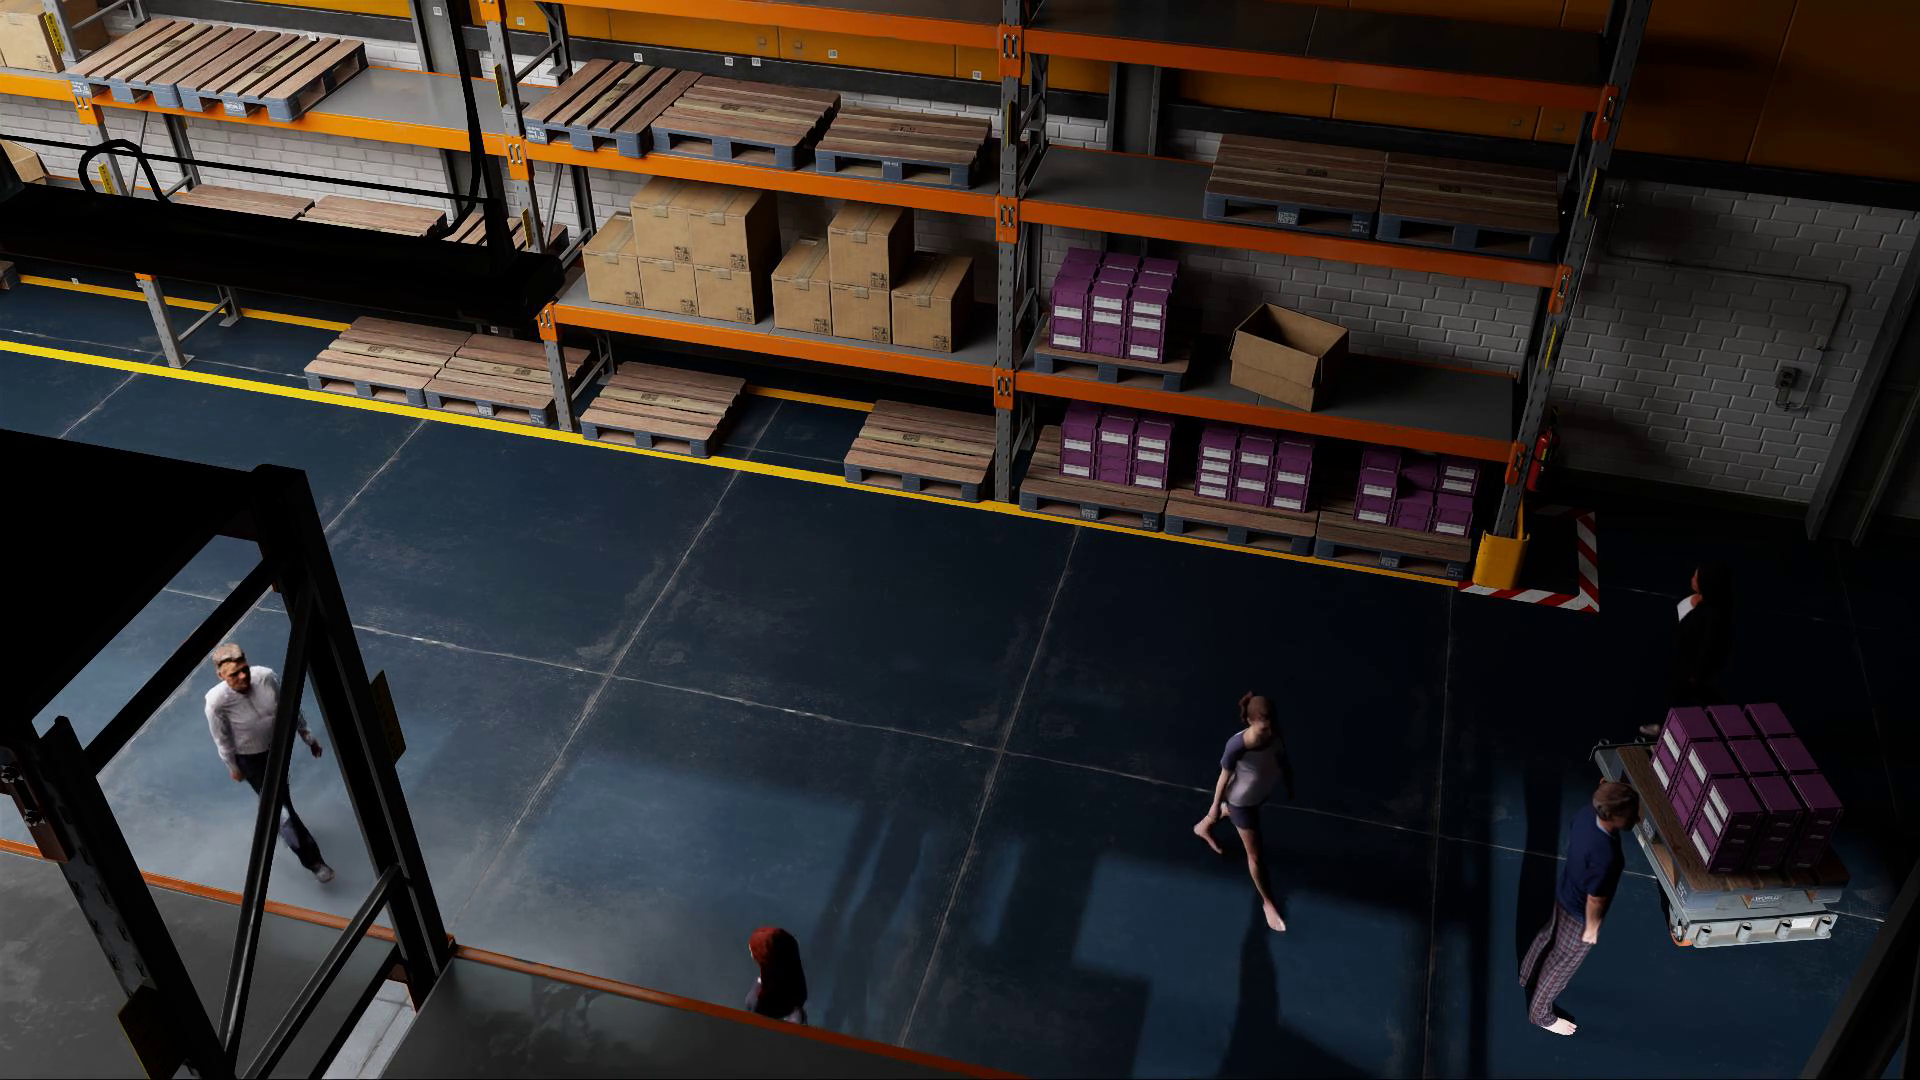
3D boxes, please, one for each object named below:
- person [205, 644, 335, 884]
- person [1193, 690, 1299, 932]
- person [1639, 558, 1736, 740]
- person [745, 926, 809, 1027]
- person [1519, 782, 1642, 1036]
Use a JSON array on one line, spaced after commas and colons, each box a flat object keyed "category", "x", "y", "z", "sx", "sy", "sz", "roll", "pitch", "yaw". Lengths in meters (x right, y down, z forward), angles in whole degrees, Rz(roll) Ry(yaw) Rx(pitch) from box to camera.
[{"category": "person", "x": -4.458, "y": 1.297, "z": 10.549, "sx": 1.175, "sy": 1.781, "sz": 0.910, "roll": 23, "pitch": 44, "yaw": 26}, {"category": "person", "x": 1.734, "y": 1.540, "z": 10.302, "sx": 1.173, "sy": 1.710, "sz": 1.247, "roll": -23, "pitch": 44, "yaw": -26}, {"category": "person", "x": 5.127, "y": 0.780, "z": 11.355, "sx": 0.881, "sy": 1.584, "sz": 0.709, "roll": 4, "pitch": 39, "yaw": 5}, {"category": "person", "x": -0.878, "y": 2.681, "z": 8.825, "sx": 0.720, "sy": 1.770, "sz": 0.619, "roll": 13, "pitch": 40, "yaw": 15}, {"category": "person", "x": 3.548, "y": 2.068, "z": 9.512, "sx": 0.583, "sy": 1.870, "sz": 0.690, "roll": 4, "pitch": 39, "yaw": 5}]
